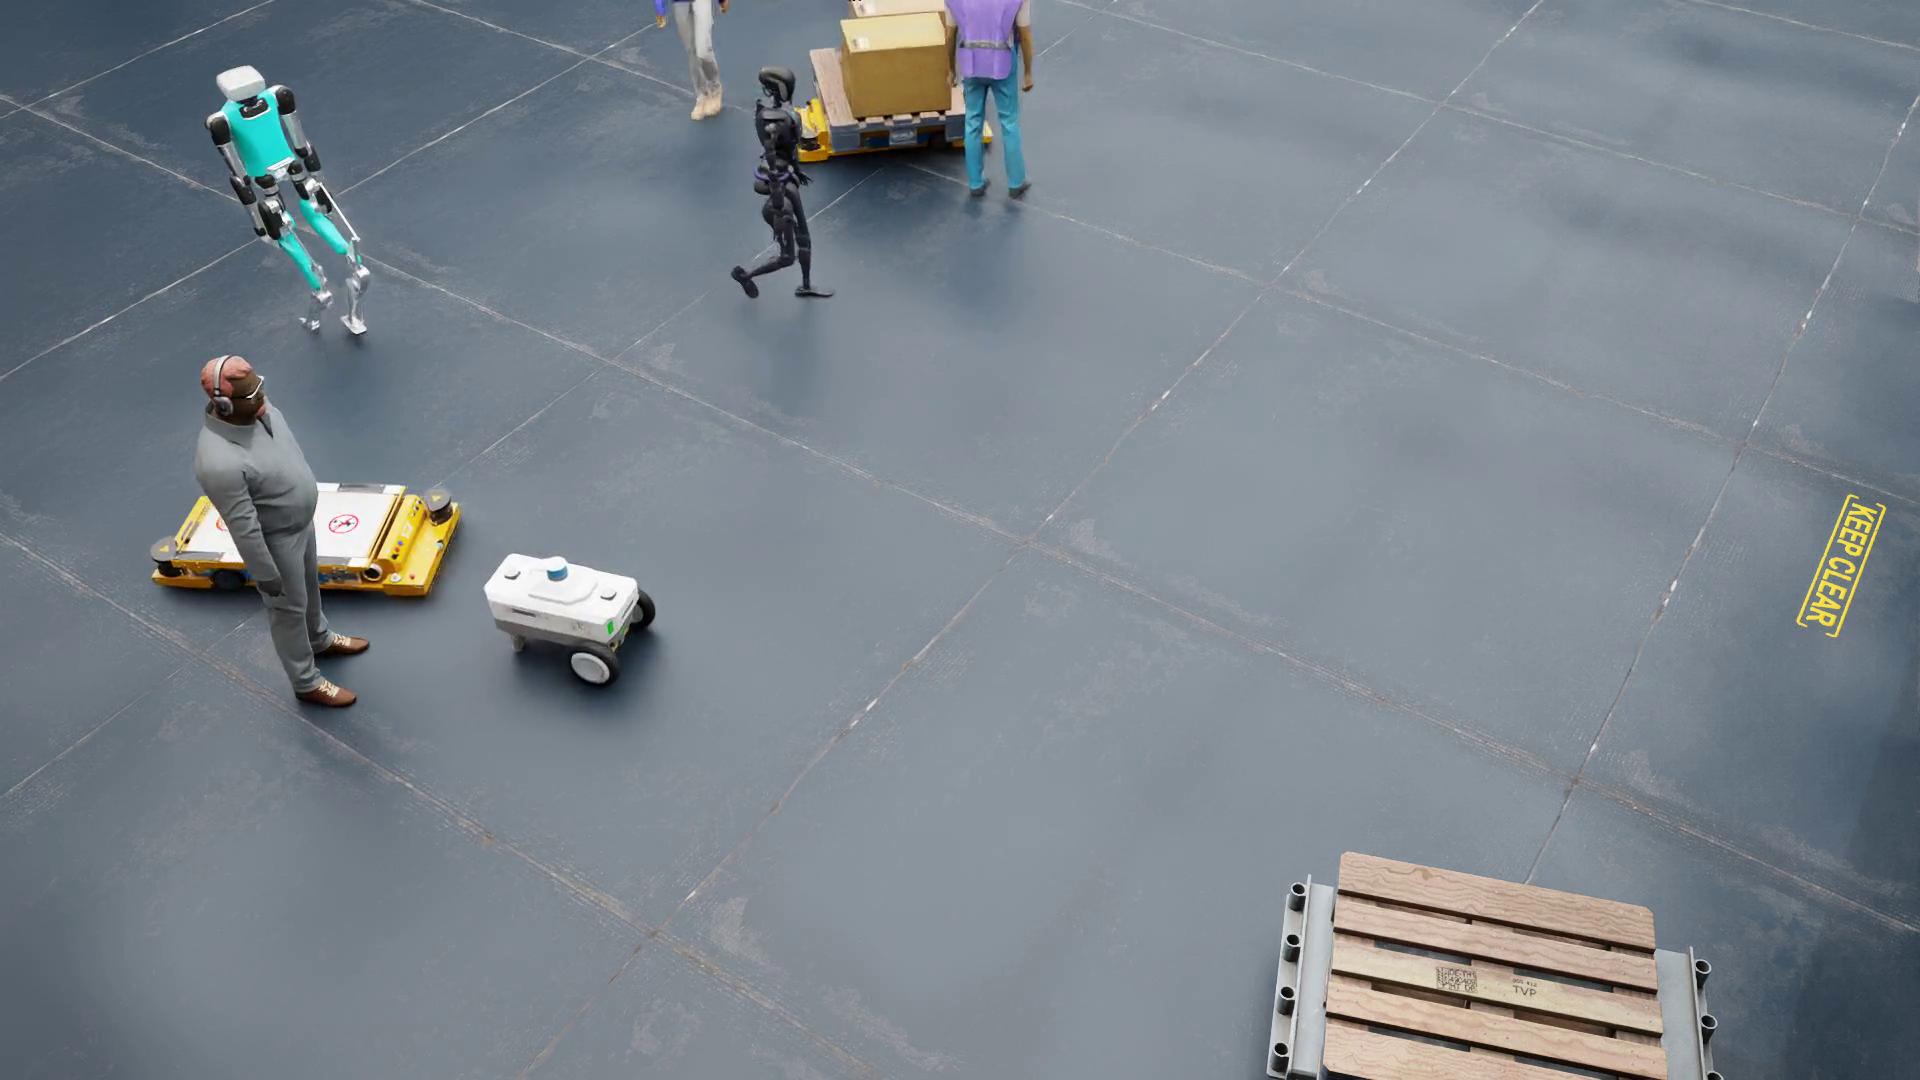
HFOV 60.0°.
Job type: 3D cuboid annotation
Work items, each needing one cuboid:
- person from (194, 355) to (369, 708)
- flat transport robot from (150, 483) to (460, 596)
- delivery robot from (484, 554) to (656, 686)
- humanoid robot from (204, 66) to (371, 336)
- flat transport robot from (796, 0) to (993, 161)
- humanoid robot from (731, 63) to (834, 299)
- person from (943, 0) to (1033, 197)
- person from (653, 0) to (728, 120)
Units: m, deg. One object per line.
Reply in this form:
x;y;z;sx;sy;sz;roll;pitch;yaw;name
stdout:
-3.096;-0.048;7.606;0.406;1.905;0.651;-3;42;-3;person
-3.449;-0.012;8.793;1.431;0.231;0.659;2;42;2;flat transport robot
-1.918;0.332;8.191;0.763;0.592;0.518;11;43;12;delivery robot
-3.846;-1.863;9.786;0.834;1.797;0.559;30;50;29;humanoid robot
-0.525;-3.078;12.223;1.431;0.231;0.659;-8;42;-8;flat transport robot
-1.123;-2.172;10.169;0.613;1.636;0.614;3;42;4;humanoid robot
0.213;-3.123;11.116;0.647;1.825;0.400;6;42;6;person
-1.939;-3.879;11.933;0.498;1.851;0.426;2;42;3;person
